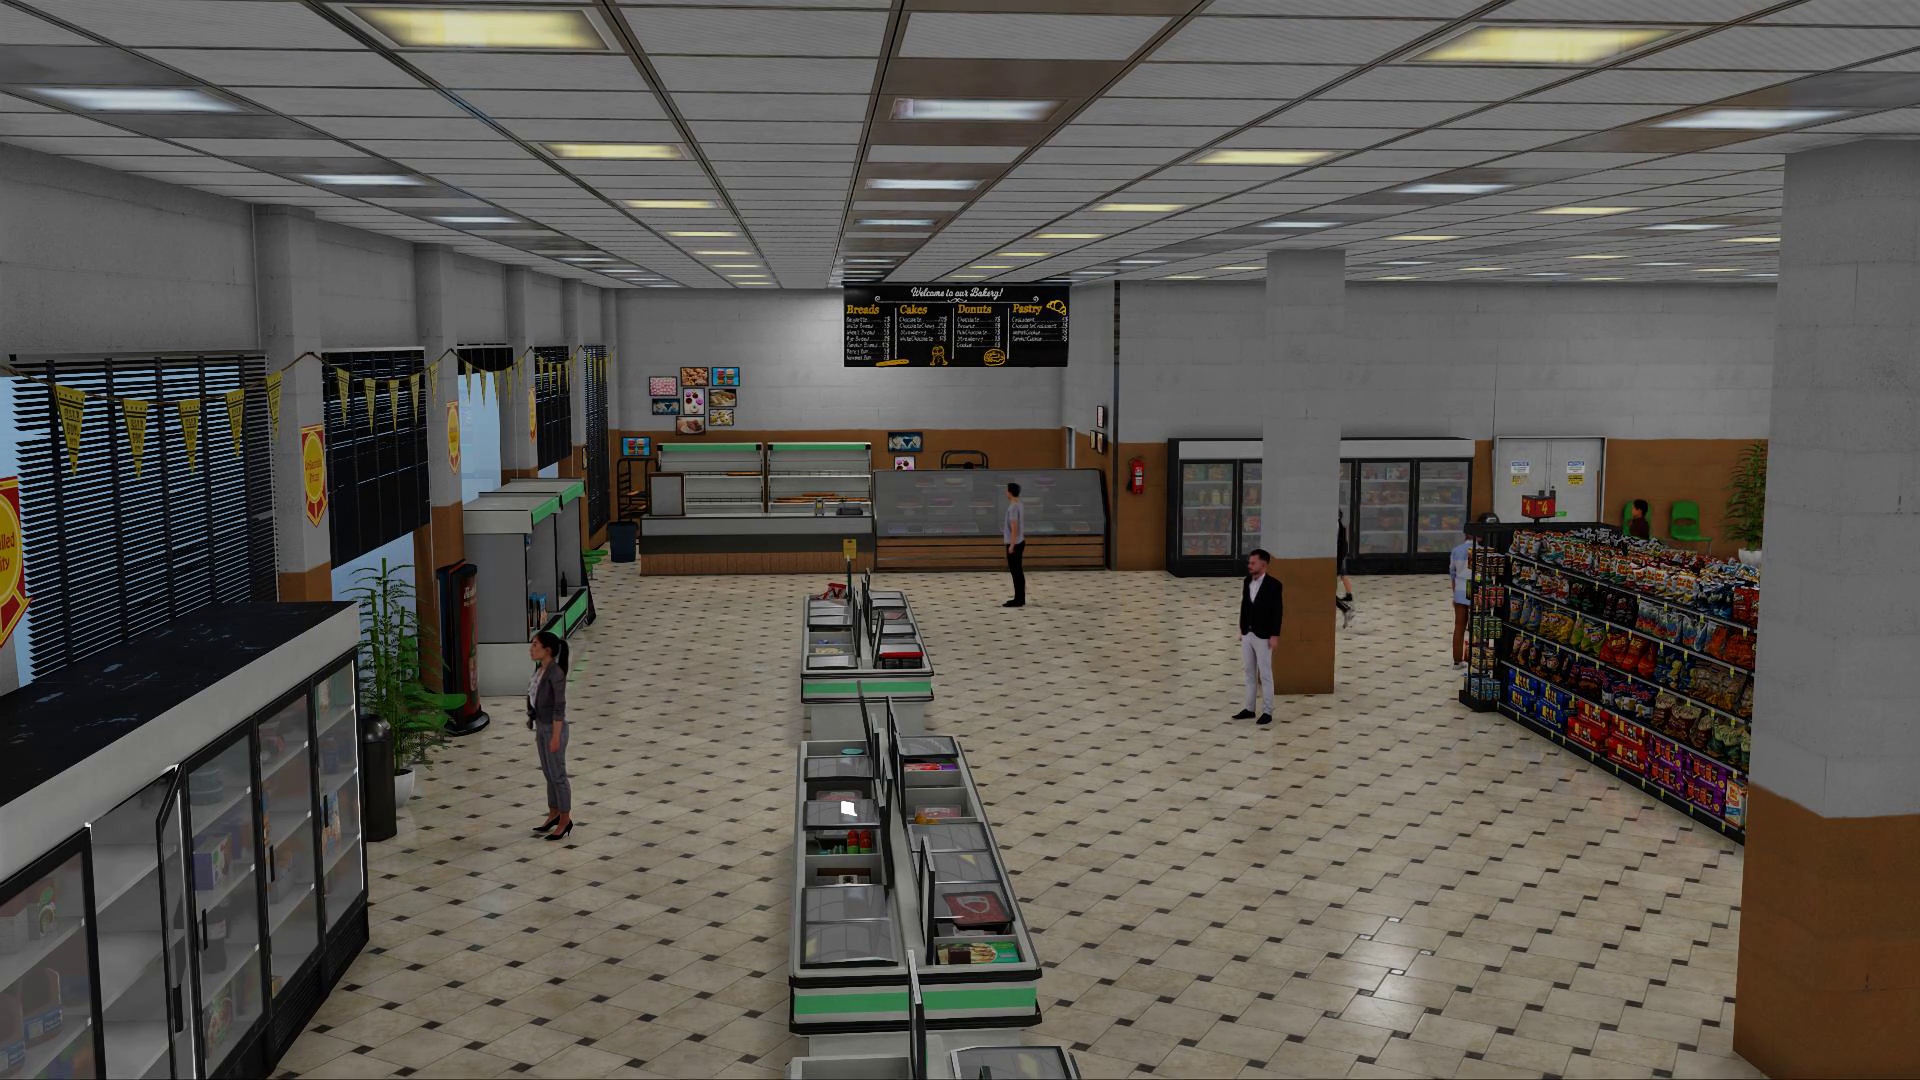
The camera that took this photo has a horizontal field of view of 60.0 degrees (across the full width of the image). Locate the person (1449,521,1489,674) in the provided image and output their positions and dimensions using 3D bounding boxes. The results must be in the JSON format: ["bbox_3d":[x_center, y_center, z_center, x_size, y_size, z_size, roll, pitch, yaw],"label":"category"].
[{"bbox_3d":[6.177,0.677,20.130,0.832,1.827,0.718,-5,9,-38],"label":"person"}]

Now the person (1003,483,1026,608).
[{"bbox_3d":[0.841,0.069,25.003,0.787,1.864,0.617,2,7,15],"label":"person"}]

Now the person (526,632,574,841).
[{"bbox_3d":[-3.293,1.565,13.410,0.770,1.677,0.659,-4,8,-31],"label":"person"}]

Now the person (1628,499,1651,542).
[{"bbox_3d":[9.577,0.347,23.257,1.153,1.731,1.206,4,8,31],"label":"person"}]

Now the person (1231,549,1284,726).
[{"bbox_3d":[3.144,0.997,17.439,0.800,1.838,0.691,-5,9,-38],"label":"person"}]
